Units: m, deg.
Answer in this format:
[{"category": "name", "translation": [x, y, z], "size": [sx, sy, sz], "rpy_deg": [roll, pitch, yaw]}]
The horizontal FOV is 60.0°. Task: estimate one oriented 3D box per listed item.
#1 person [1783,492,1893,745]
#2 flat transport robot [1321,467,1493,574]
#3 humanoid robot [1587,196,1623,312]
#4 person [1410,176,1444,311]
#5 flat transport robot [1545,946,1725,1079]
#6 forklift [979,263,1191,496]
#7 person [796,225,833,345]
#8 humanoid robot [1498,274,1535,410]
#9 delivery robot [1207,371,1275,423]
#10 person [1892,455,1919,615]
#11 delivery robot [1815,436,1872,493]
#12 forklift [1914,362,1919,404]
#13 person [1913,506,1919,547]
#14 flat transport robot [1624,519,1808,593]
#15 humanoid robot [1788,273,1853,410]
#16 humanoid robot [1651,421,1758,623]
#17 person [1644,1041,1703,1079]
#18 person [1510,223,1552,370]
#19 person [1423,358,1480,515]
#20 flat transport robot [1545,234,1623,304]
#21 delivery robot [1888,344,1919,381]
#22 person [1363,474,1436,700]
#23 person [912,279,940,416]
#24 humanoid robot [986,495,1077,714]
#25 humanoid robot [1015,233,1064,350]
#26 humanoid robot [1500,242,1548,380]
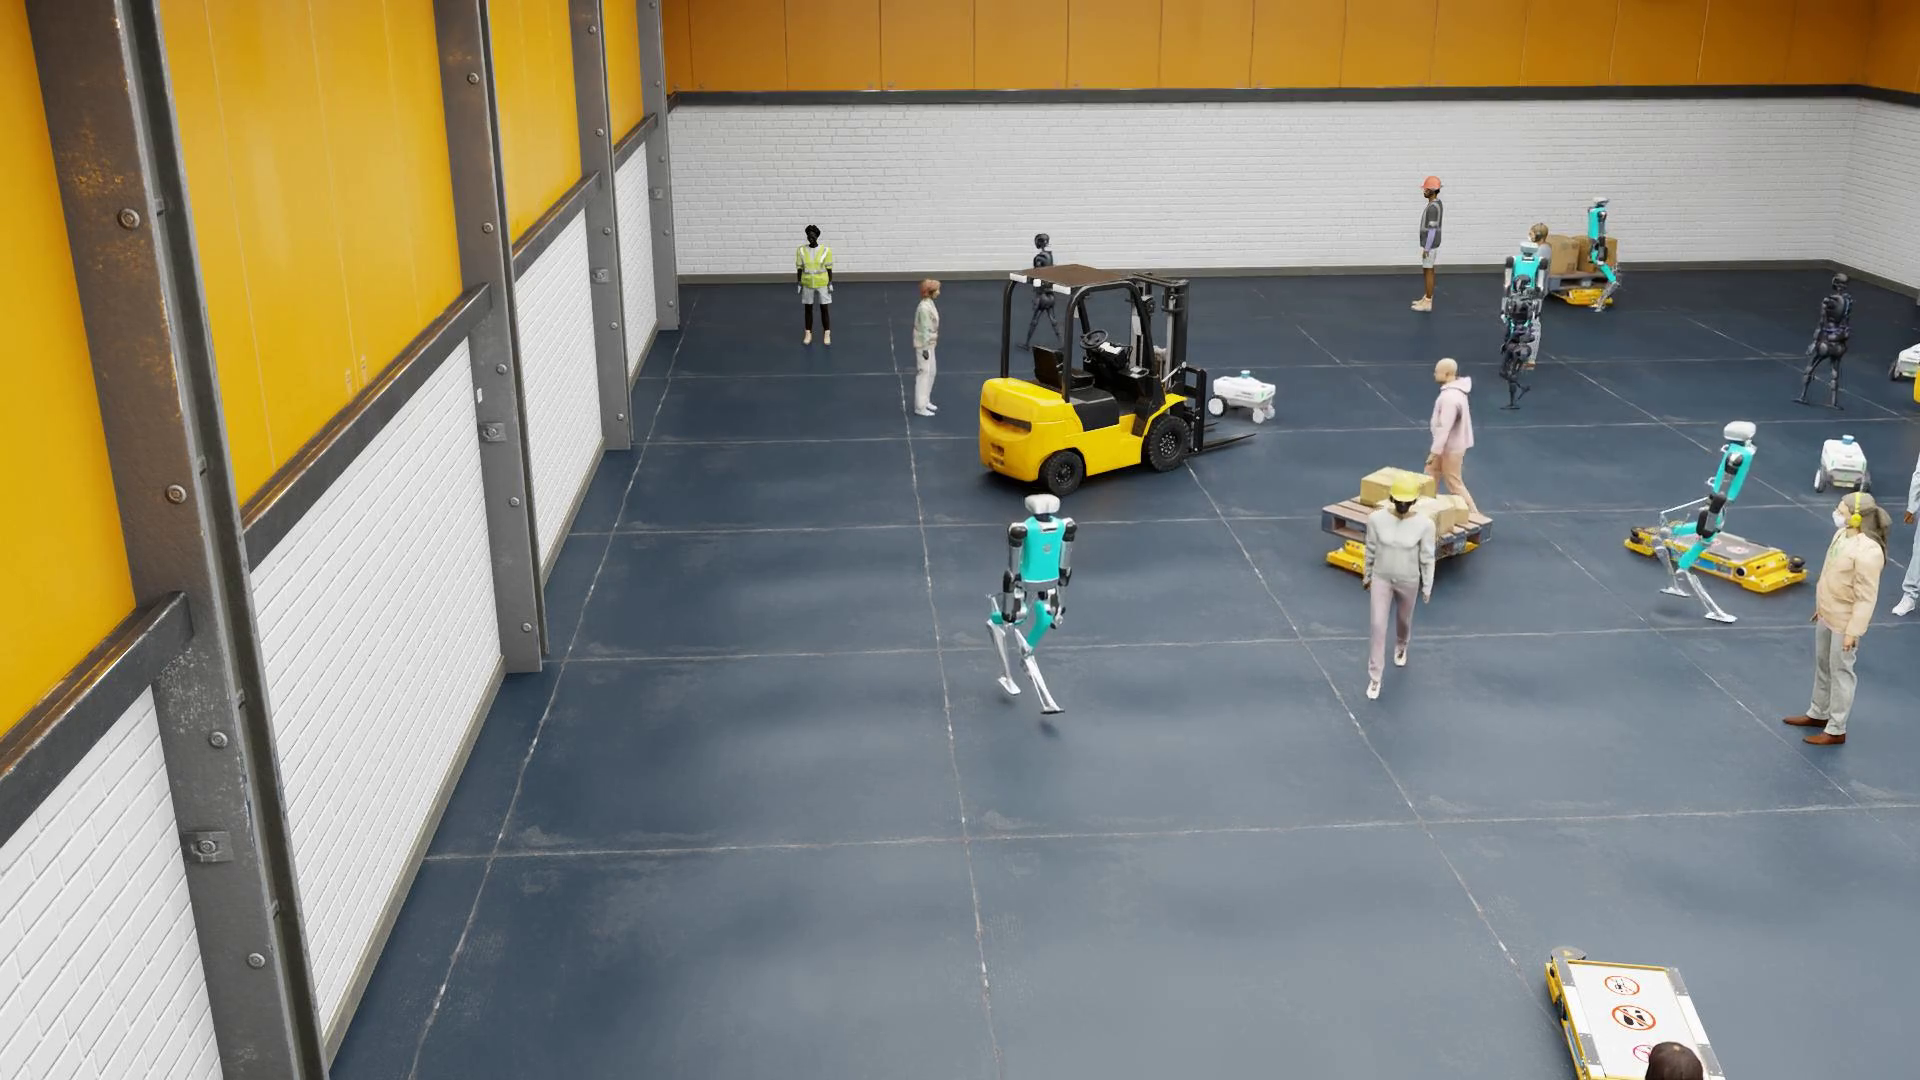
[{"category": "person", "translation": [6.266, 0.552, 11.796], "size": [0.390, 1.874, 0.558], "rpy_deg": [1, 20, 3]}, {"category": "flat transport robot", "translation": [4.129, 0.056, 15.475], "size": [1.431, 0.231, 0.659], "rpy_deg": [-15, 25, -36]}, {"category": "humanoid robot", "translation": [9.855, -4.338, 25.307], "size": [0.700, 1.782, 0.532], "rpy_deg": [0, 20, 1]}, {"category": "person", "translation": [7.134, -4.517, 25.364], "size": [0.388, 2.044, 0.606], "rpy_deg": [8, 22, 20]}, {"category": "flat transport robot", "translation": [3.477, 2.598, 8.549], "size": [0.659, 0.231, 1.431], "rpy_deg": [3, 20, 8]}, {"category": "forklift", "translation": [1.315, -1.764, 17.646], "size": [2.313, 2.155, 1.214], "rpy_deg": [-14, 24, -33]}, {"category": "person", "translation": [-2.035, -3.575, 23.305], "size": [0.534, 1.693, 0.319], "rpy_deg": [2, 20, 5]}, {"category": "humanoid robot", "translation": [6.784, -2.392, 20.105], "size": [0.398, 1.650, 0.611], "rpy_deg": [-3, 20, -8]}, {"category": "delivery robot", "translation": [3.373, -1.724, 19.937], "size": [0.802, 0.613, 0.499], "rpy_deg": [15, 25, 35]}, {"category": "person", "translation": [8.263, -0.250, 13.917], "size": [0.599, 1.917, 0.377], "rpy_deg": [15, 25, 35]}, {"category": "delivery robot", "translation": [9.216, -0.775, 17.352], "size": [0.499, 0.614, 0.817], "rpy_deg": [7, 21, 19]}, {"category": "forklift", "translation": [12.602, -2.435, 19.475], "size": [2.313, 2.155, 1.214], "rpy_deg": [-1, 20, -4]}, {"category": "person", "translation": [9.199, -0.776, 15.422], "size": [0.796, 1.867, 0.410], "rpy_deg": [-7, 21, -19]}, {"category": "flat transport robot", "translation": [6.927, 0.129, 15.277], "size": [0.659, 0.231, 1.431], "rpy_deg": [-13, 24, -31]}, {"category": "humanoid robot", "translation": [10.552, -2.438, 20.245], "size": [0.603, 1.636, 0.656], "rpy_deg": [-10, 22, -25]}, {"category": "humanoid robot", "translation": [6.163, -0.171, 13.990], "size": [0.857, 1.780, 0.567], "rpy_deg": [14, 24, 33]}, {"category": "person", "translation": [2.566, 2.658, 6.209], "size": [0.478, 1.767, 0.365], "rpy_deg": [-2, 20, -7]}, {"category": "person", "translation": [7.566, -3.213, 21.961], "size": [0.359, 1.938, 0.635], "rpy_deg": [9, 22, 22]}, {"category": "person", "translation": [4.699, -0.887, 15.924], "size": [0.831, 1.743, 0.525], "rpy_deg": [4, 21, 12]}, {"category": "flat transport robot", "translation": [9.734, -3.993, 26.507], "size": [0.659, 0.231, 1.431], "rpy_deg": [-3, 20, -8]}, {"category": "delivery robot", "translation": [12.426, -2.302, 21.498], "size": [0.802, 0.603, 0.499], "rpy_deg": [-16, 25, -36]}, {"category": "person", "translation": [3.357, 0.280, 12.748], "size": [0.531, 1.731, 0.861], "rpy_deg": [7, 21, 18]}, {"category": "person", "translation": [-0.405, -2.317, 19.983], "size": [0.334, 1.632, 0.547], "rpy_deg": [1, 20, 2]}, {"category": "humanoid robot", "translation": [0.487, 0.451, 12.298], "size": [0.559, 1.742, 1.039], "rpy_deg": [-9, 22, -23]}, {"category": "humanoid robot", "translation": [1.156, -3.413, 22.943], "size": [0.762, 1.626, 0.614], "rpy_deg": [7, 21, 18]}, {"category": "humanoid robot", "translation": [7.254, -2.857, 21.414], "size": [0.542, 1.875, 0.738], "rpy_deg": [2, 20, 7]}]
